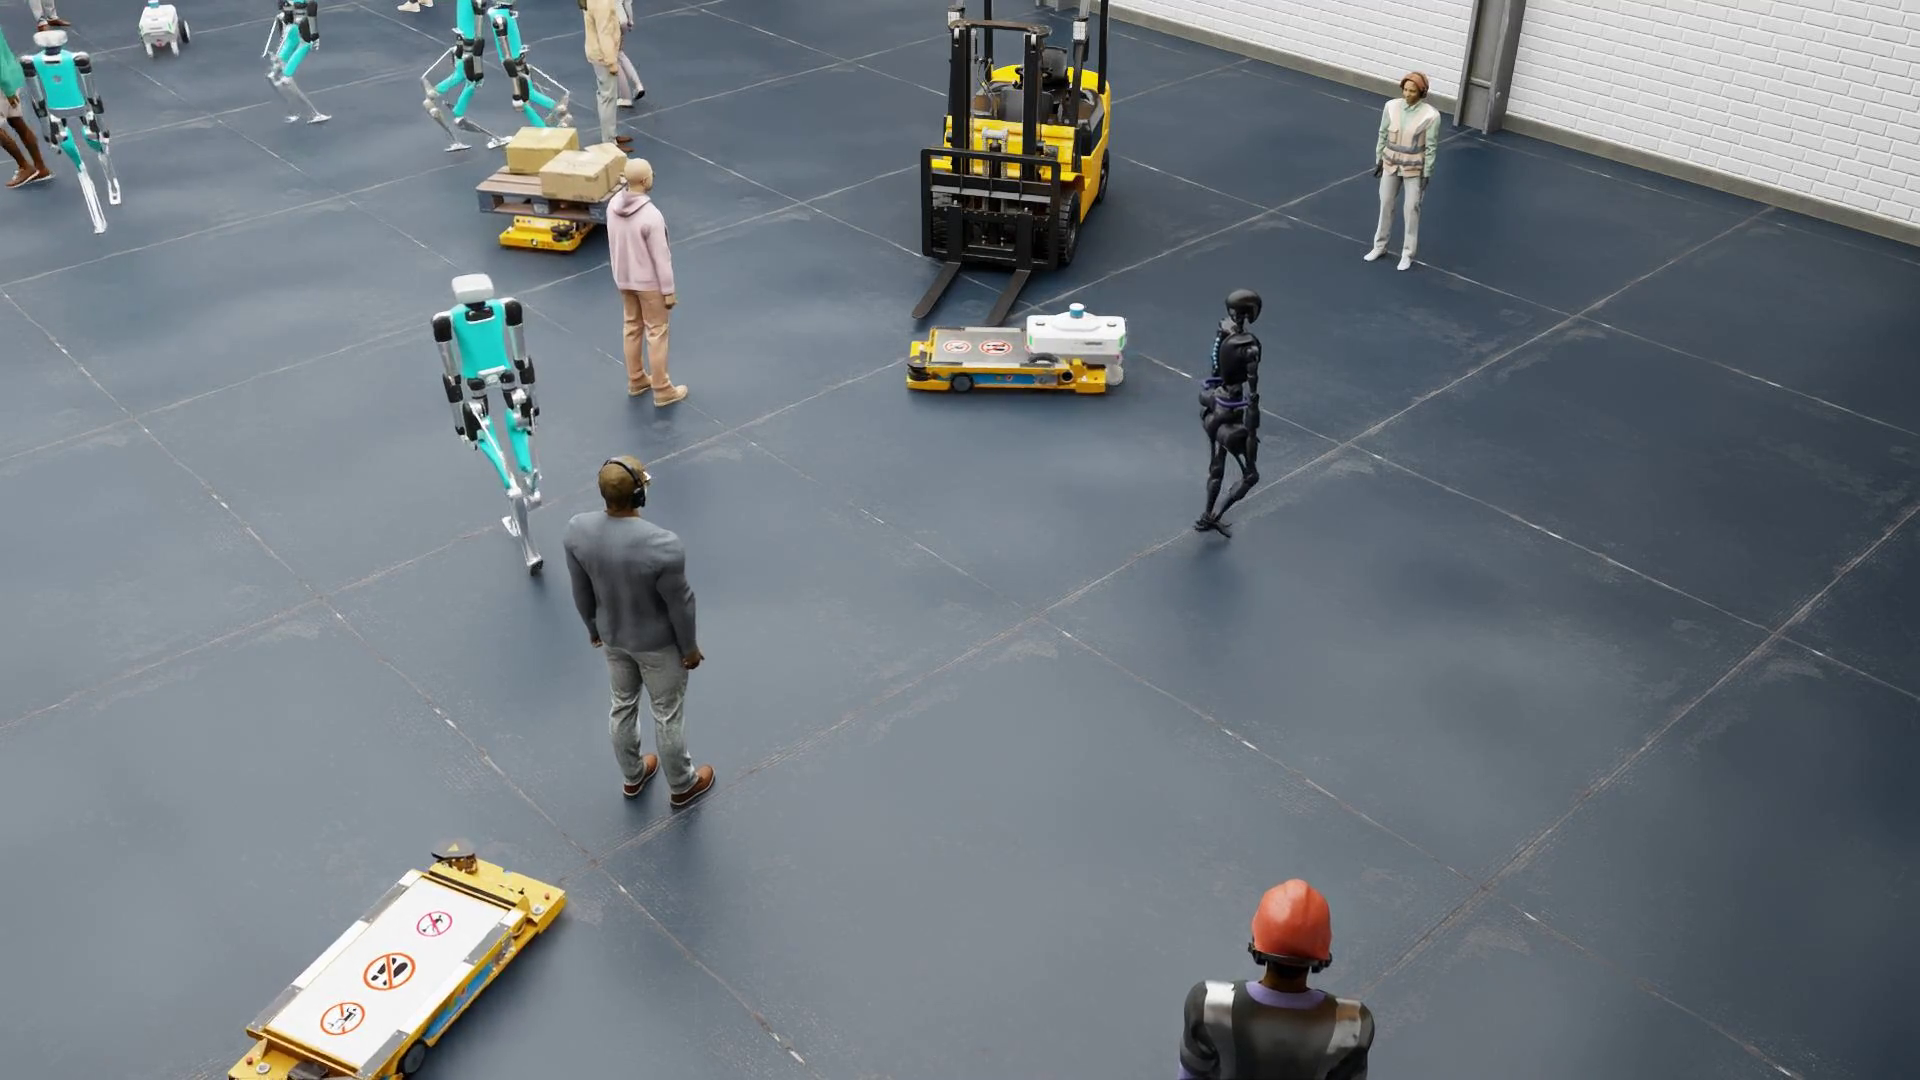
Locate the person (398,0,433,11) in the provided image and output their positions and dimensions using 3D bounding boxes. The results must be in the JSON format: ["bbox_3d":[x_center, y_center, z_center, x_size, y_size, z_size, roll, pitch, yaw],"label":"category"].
[{"bbox_3d":[-6.649,-7.312,19.946,0.410,1.867,0.793,16,36,23],"label":"person"}]

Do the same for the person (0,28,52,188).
[{"bbox_3d":[-8.728,-4.098,15.035,0.551,1.830,0.536,-18,37,-26],"label":"person"}]

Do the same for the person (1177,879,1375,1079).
[{"bbox_3d":[1.013,1.940,5.584,0.598,2.036,0.406,4,33,5],"label":"person"}]

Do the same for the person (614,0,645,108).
[{"bbox_3d":[-3.576,-5.244,16.885,0.383,1.737,0.524,22,39,30],"label":"person"}]

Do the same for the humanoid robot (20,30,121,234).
[{"bbox_3d":[-7.617,-3.622,14.409,0.547,1.761,0.984,-10,34,-15],"label":"humanoid robot"}]

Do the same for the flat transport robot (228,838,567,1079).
[{"bbox_3d":[-2.419,1.899,7.255,0.659,0.231,1.431,14,36,21],"label":"flat transport robot"}]

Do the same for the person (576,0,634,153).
[{"bbox_3d":[-3.391,-4.622,15.817,0.396,1.871,0.560,-9,34,-14],"label":"person"}]

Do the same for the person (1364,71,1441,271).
[{"bbox_3d":[3.615,-3.011,13.553,0.517,1.633,0.316,25,41,33],"label":"person"}]

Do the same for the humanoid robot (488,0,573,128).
[{"bbox_3d":[-3.842,-4.135,15.198,0.751,1.806,0.550,-4,33,-6],"label":"humanoid robot"}]

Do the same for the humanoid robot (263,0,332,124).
[{"bbox_3d":[-6.703,-5.025,16.549,0.551,1.756,0.784,19,38,27],"label":"humanoid robot"}]

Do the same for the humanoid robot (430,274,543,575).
[{"bbox_3d":[-2.635,-0.603,9.792,0.530,1.771,0.995,-18,37,-25],"label":"humanoid robot"}]

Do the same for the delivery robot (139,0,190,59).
[{"bbox_3d":[-9.060,-5.809,18.844,0.499,0.599,0.797,-10,34,-15],"label":"delivery robot"}]

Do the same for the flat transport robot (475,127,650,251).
[{"bbox_3d":[-3.451,-2.924,14.668,0.659,0.231,1.431,7,34,11],"label":"flat transport robot"}]

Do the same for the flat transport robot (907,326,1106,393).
[{"bbox_3d":[0.342,-1.318,12.199,1.431,0.231,0.659,1,33,2],"label":"flat transport robot"}]

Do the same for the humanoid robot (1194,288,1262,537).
[{"bbox_3d":[1.627,-0.771,10.068,0.346,1.652,0.589,-11,35,-16],"label":"humanoid robot"}]

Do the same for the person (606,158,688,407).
[{"bbox_3d":[-2.196,-1.766,11.512,0.521,1.778,0.409,22,39,30],"label":"person"}]

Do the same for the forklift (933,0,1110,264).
[{"bbox_3d":[0.570,-3.725,14.138,1.214,2.155,2.313,9,34,13],"label":"forklift"}]

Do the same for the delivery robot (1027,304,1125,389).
[{"bbox_3d":[0.820,-1.424,12.109,0.801,0.604,0.499,1,33,2],"label":"delivery robot"}]

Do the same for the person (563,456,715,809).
[{"bbox_3d":[-1.525,0.456,7.942,0.627,1.940,0.375,12,35,18],"label":"person"}]

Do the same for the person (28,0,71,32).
[{"bbox_3d":[-10.753,-6.756,19.285,0.320,1.651,0.457,5,33,7],"label":"person"}]

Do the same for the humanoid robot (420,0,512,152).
[{"bbox_3d":[-4.743,-4.421,15.613,0.910,1.749,0.549,-21,38,-28],"label":"humanoid robot"}]
